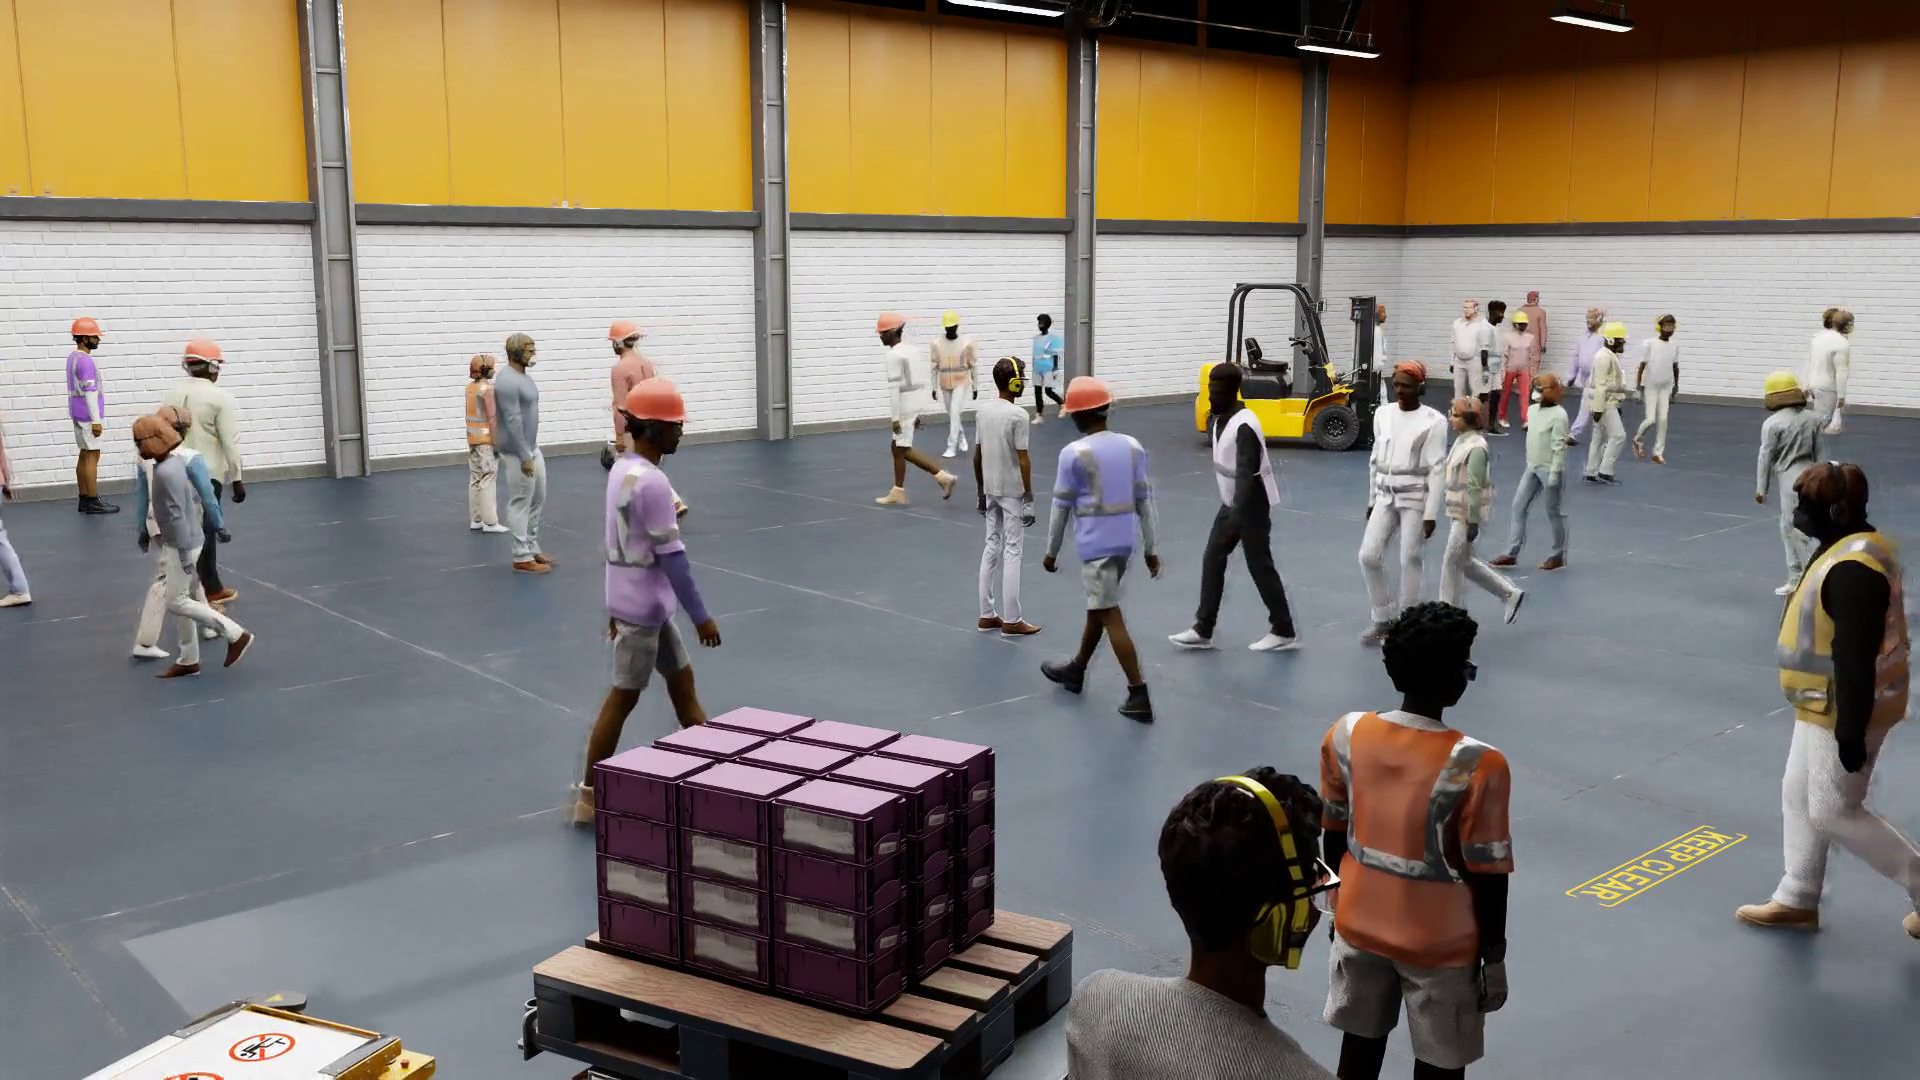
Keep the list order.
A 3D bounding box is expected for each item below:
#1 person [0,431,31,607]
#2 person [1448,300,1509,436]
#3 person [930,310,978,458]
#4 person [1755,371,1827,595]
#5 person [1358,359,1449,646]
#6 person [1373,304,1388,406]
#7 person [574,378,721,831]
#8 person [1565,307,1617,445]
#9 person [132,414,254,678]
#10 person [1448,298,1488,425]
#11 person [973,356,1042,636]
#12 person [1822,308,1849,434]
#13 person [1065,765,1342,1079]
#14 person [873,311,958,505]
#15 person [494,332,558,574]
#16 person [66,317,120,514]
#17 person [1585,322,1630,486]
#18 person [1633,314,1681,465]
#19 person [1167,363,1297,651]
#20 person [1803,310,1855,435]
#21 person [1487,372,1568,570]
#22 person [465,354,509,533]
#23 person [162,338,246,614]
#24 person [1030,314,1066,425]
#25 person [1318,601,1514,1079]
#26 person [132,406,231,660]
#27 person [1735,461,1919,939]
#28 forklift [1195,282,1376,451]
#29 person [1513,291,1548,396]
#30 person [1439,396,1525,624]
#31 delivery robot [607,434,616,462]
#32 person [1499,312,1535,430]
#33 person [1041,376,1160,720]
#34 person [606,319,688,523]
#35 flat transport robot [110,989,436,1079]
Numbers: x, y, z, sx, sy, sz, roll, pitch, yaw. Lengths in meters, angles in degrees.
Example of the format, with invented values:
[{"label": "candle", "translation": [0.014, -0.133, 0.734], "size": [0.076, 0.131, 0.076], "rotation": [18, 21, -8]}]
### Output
[{"label": "person", "translation": [-7.160, -0.365, 11.982], "size": [0.827, 1.728, 0.553], "rotation": [-1, 10, -6]}, {"label": "person", "translation": [7.399, -2.438, 23.562], "size": [0.763, 1.931, 0.604], "rotation": [7, 12, 36]}, {"label": "person", "translation": [-0.045, -2.010, 21.246], "size": [0.594, 1.869, 0.950], "rotation": [3, 10, 18]}, {"label": "person", "translation": [6.049, -0.361, 12.050], "size": [0.497, 1.691, 0.695], "rotation": [-5, 11, -27]}, {"label": "person", "translation": [2.814, -0.218, 10.682], "size": [0.498, 1.875, 0.616], "rotation": [-7, 12, -37]}, {"label": "person", "translation": [6.005, -2.507, 24.176], "size": [0.783, 1.865, 0.599], "rotation": [1, 10, 5]}, {"label": "person", "translation": [-1.277, 0.284, 7.401], "size": [1.013, 1.992, 0.615], "rotation": [-3, 10, -17]}, {"label": "person", "translation": [8.494, -2.199, 22.375], "size": [1.016, 1.853, 0.666], "rotation": [-3, 10, -17]}, {"label": "person", "translation": [-4.616, 0.043, 9.963], "size": [0.498, 1.613, 0.504], "rotation": [-5, 11, -26]}, {"label": "person", "translation": [7.593, -2.649, 24.843], "size": [0.399, 1.909, 0.642], "rotation": [-9, 13, -44]}, {"label": "person", "translation": [0.310, -0.292, 11.151], "size": [0.310, 1.868, 0.532], "rotation": [-8, 13, -41]}, {"label": "person", "translation": [12.439, -2.405, 23.730], "size": [0.470, 1.803, 0.744], "rotation": [4, 11, 23]}, {"label": "person", "translation": [0.351, 1.226, 2.293], "size": [0.310, 1.859, 0.532], "rotation": [-8, 13, -41]}, {"label": "person", "translation": [-0.461, -1.305, 16.759], "size": [0.844, 1.998, 0.619], "rotation": [3, 10, 16]}, {"label": "person", "translation": [-3.491, -0.690, 13.286], "size": [0.394, 1.936, 0.652], "rotation": [0, 10, 2]}, {"label": "person", "translation": [-8.571, -1.224, 16.411], "size": [0.372, 1.935, 0.551], "rotation": [-8, 13, -41]}, {"label": "person", "translation": [7.217, -1.497, 18.383], "size": [0.540, 1.814, 0.595], "rotation": [4, 10, 22]}, {"label": "person", "translation": [8.497, -1.844, 20.311], "size": [0.561, 1.844, 0.525], "rotation": [-1, 10, -7]}, {"label": "person", "translation": [1.748, -0.191, 10.569], "size": [0.942, 1.866, 0.617], "rotation": [-2, 10, -11]}, {"label": "person", "translation": [10.264, -1.768, 19.695], "size": [0.469, 1.904, 0.653], "rotation": [0, 10, 0]}, {"label": "person", "translation": [4.585, -0.539, 13.332], "size": [0.706, 1.604, 0.536], "rotation": [-3, 10, -17]}, {"label": "person", "translation": [-4.368, -0.882, 15.279], "size": [0.310, 1.638, 0.522], "rotation": [-8, 13, -41]}, {"label": "person", "translation": [-5.417, -0.445, 11.851], "size": [0.634, 1.951, 0.706], "rotation": [5, 11, 25]}, {"label": "person", "translation": [1.320, -2.571, 25.049], "size": [0.572, 1.681, 0.538], "rotation": [-9, 13, -42]}, {"label": "person", "translation": [1.130, 0.988, 4.153], "size": [0.317, 1.697, 0.540], "rotation": [-8, 13, -41]}, {"label": "person", "translation": [-5.007, -0.062, 10.620], "size": [0.518, 1.585, 0.892], "rotation": [4, 11, 24]}, {"label": "person", "translation": [3.292, 0.614, 6.028], "size": [0.677, 1.814, 0.670], "rotation": [4, 10, 22]}, {"label": "forklift", "translation": [4.328, -2.346, 22.227], "size": [2.313, 2.155, 1.214], "rotation": [3, 10, 16]}, {"label": "person", "translation": [10.344, -3.553, 30.139], "size": [0.403, 1.904, 0.651], "rotation": [-8, 13, -41]}, {"label": "person", "translation": [3.434, -0.156, 11.091], "size": [0.640, 1.615, 0.518], "rotation": [1, 10, 6]}, {"label": "delivery robot", "translation": [-3.888, -1.176, 19.895], "size": [0.477, 0.478, 0.707], "rotation": [5, 11, 27]}, {"label": "person", "translation": [8.157, -2.473, 24.345], "size": [0.545, 1.708, 0.914], "rotation": [-1, 10, -6]}, {"label": "person", "translation": [0.778, 0.026, 9.292], "size": [0.555, 1.875, 0.988], "rotation": [-8, 13, -39]}, {"label": "person", "translation": [-2.903, -1.034, 15.219], "size": [0.691, 1.965, 0.664], "rotation": [4, 10, 21]}, {"label": "flat transport robot", "translation": [-2.179, 1.634, 4.547], "size": [0.652, 0.197, 1.431], "rotation": [4, 11, 23]}]
